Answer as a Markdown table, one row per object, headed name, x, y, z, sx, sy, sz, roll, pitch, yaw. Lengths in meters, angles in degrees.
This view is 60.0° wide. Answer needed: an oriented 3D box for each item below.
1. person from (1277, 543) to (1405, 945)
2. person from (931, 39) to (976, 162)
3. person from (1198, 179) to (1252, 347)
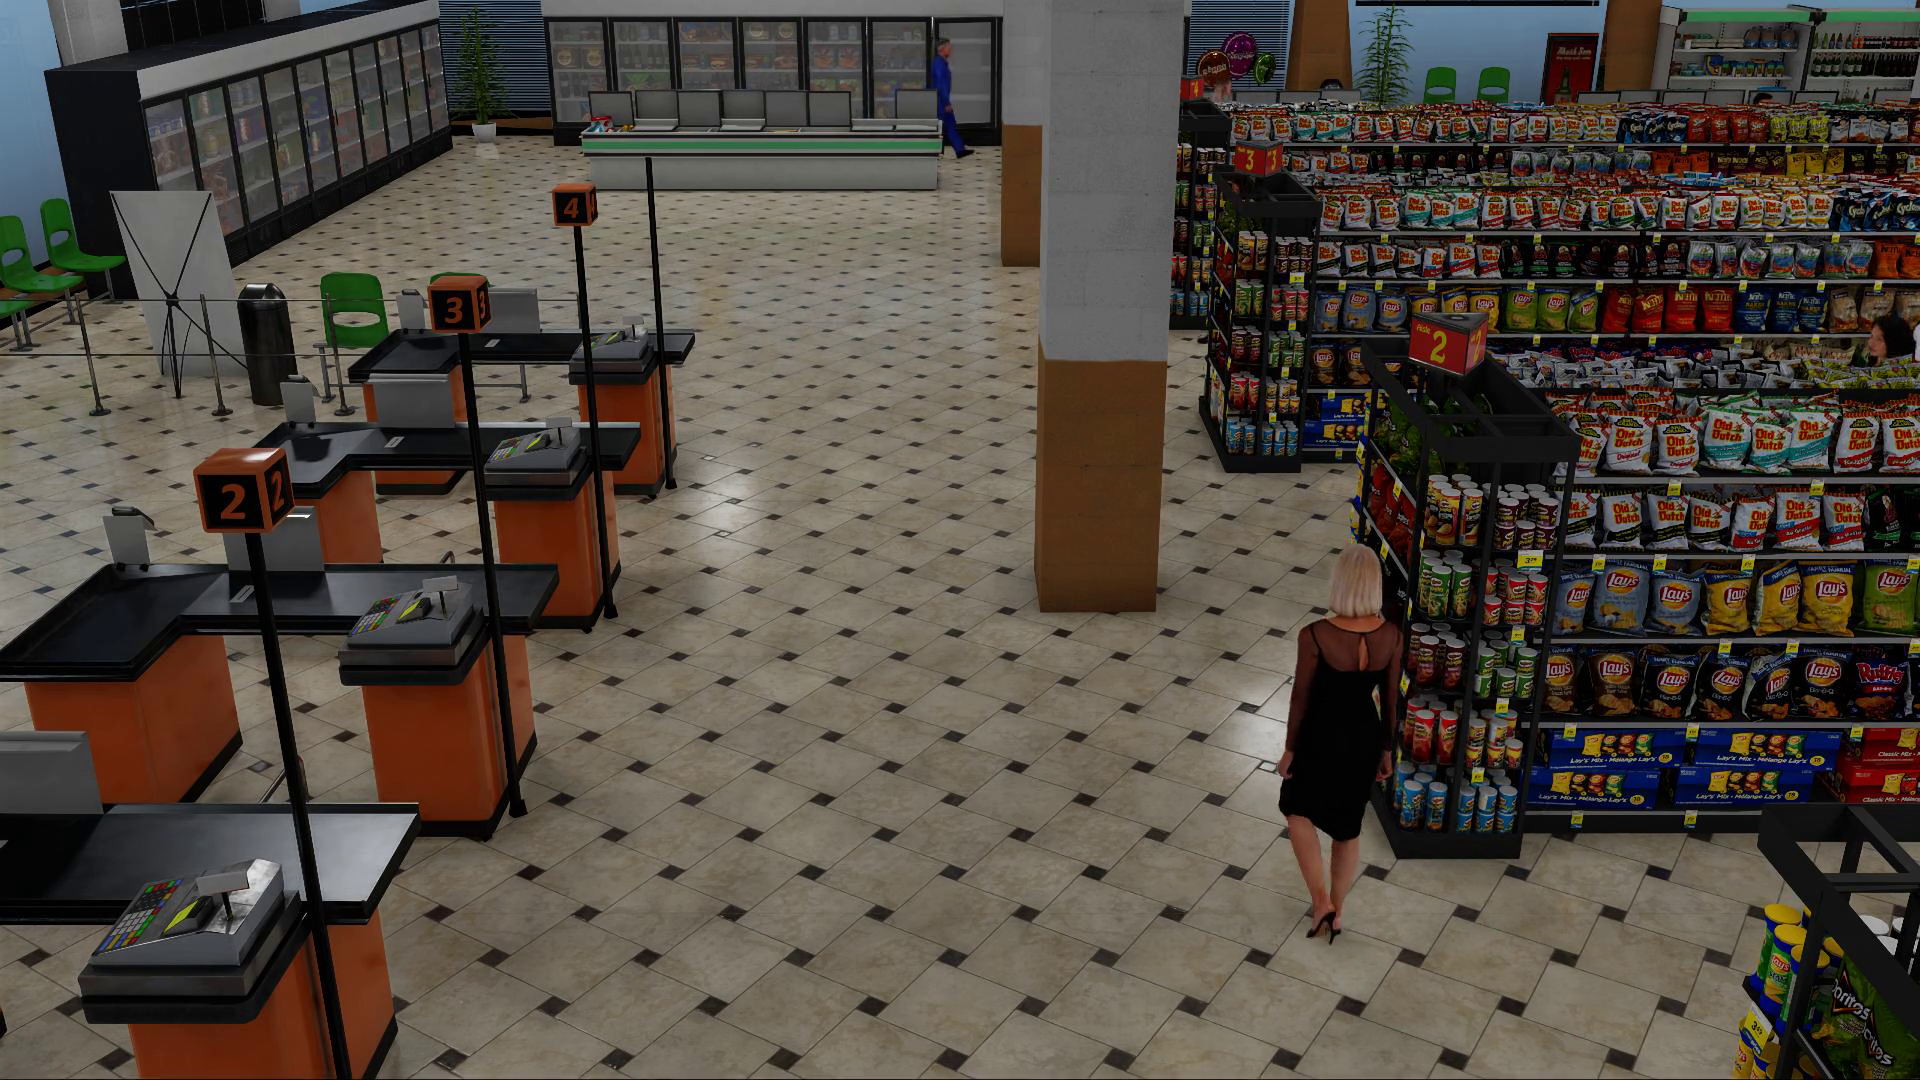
| name | x | y | z | sx | sy | sz | roll | pitch | yaw |
| --- | --- | --- | --- | --- | --- | --- | --- | --- | --- |
| person | 1.501 | 0.878 | 6.532 | 0.676 | 1.733 | 0.709 | -2 | 22 | -5 |
| person | -0.396 | -6.584 | 25.019 | 1.095 | 1.794 | 0.817 | 2 | 22 | 4 |
| person | 2.604 | -2.559 | 15.209 | 1.051 | 1.639 | 0.717 | 4 | 22 | 11 |
